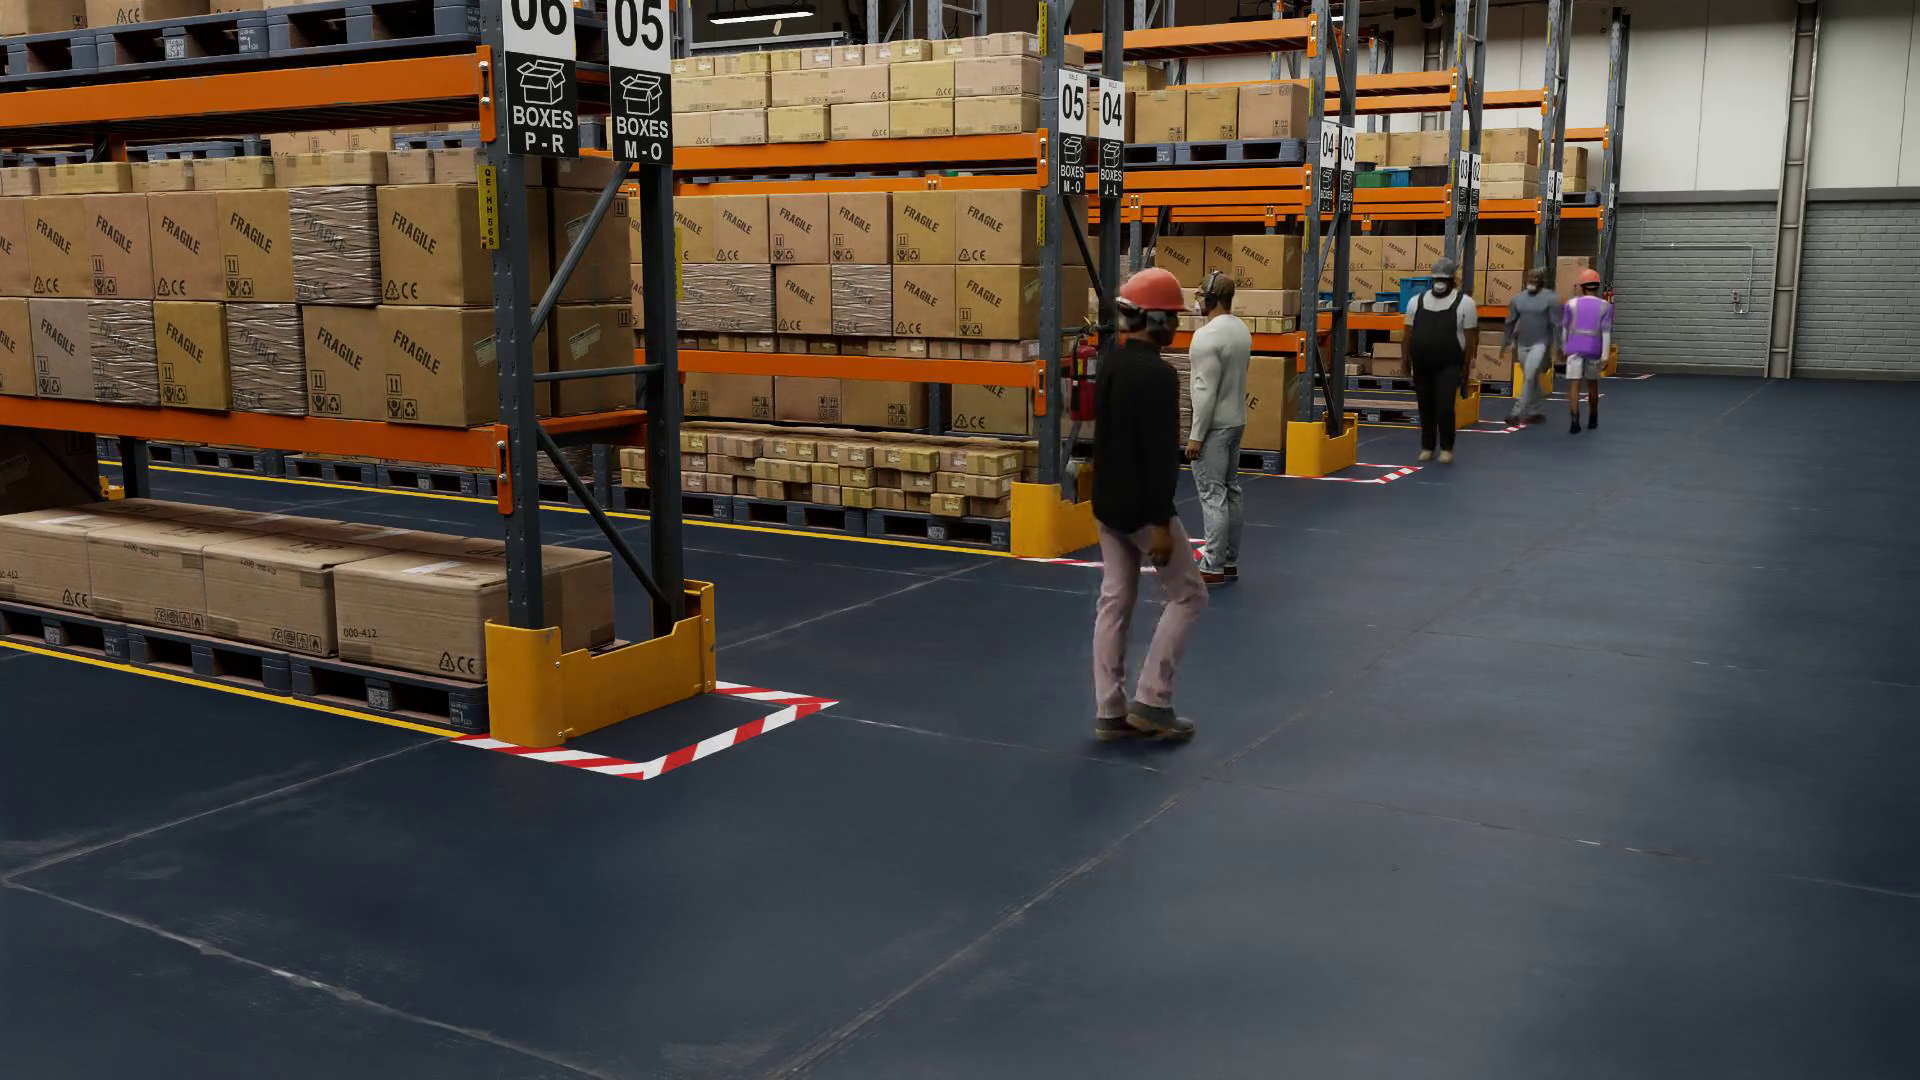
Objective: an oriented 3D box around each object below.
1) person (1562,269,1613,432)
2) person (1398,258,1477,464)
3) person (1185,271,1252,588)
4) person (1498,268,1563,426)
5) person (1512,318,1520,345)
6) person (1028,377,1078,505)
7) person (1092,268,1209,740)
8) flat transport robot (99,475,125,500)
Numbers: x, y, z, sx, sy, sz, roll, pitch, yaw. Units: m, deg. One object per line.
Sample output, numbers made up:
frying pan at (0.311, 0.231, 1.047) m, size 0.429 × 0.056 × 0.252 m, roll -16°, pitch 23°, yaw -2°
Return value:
person at (7.284, -2.207, 19.357) m, size 0.539 × 1.891 × 0.978 m, roll 4°, pitch 10°, yaw 20°
person at (4.650, -1.768, 16.336) m, size 0.689 × 2.000 × 0.683 m, roll 7°, pitch 12°, yaw 34°
person at (1.567, -0.674, 10.232) m, size 0.371 × 1.940 × 0.630 m, roll 6°, pitch 11°, yaw 30°
person at (6.796, -2.297, 19.872) m, size 0.963 × 1.876 × 0.685 m, roll -8°, pitch 12°, yaw -38°
person at (9.074, -3.398, 26.575) m, size 0.794 × 1.809 × 0.591 m, roll 4°, pitch 11°, yaw 24°
person at (0.748, -1.137, 13.232) m, size 0.667 × 1.848 × 0.525 m, roll 6°, pitch 11°, yaw 31°
person at (0.805, -0.132, 6.928) m, size 0.548 × 1.975 × 0.652 m, roll -4°, pitch 10°, yaw -22°
flat transport robot at (-7.510, -0.375, 13.355) m, size 0.652 × 0.197 × 1.431 m, roll 6°, pitch 11°, yaw 30°
